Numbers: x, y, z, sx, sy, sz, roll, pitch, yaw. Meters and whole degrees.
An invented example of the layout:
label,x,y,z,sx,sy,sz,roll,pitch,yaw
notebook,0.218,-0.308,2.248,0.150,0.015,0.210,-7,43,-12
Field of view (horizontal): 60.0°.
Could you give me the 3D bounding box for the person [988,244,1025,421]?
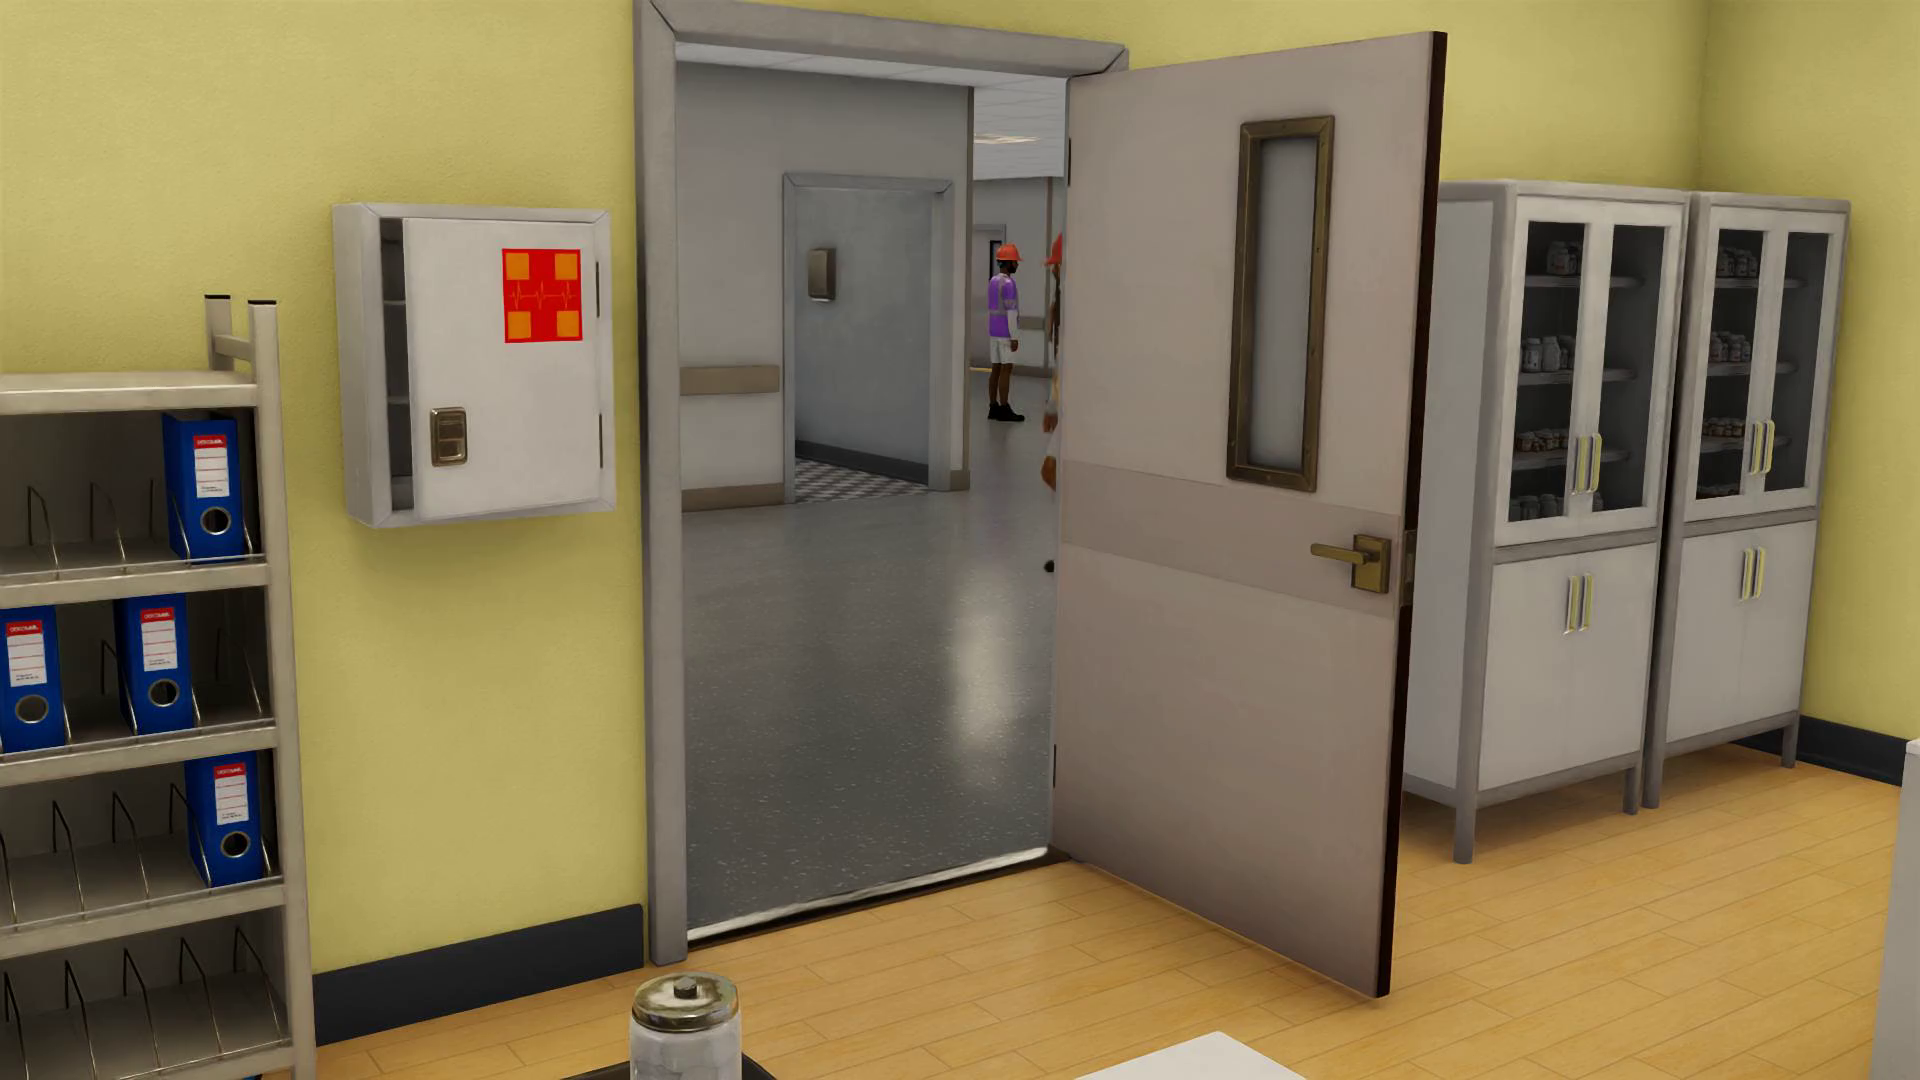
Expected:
label,x,y,z,sx,sy,sz,roll,pitch,yaw
person,0.504,-2.270,18.278,0.359,1.938,0.545,-3,10,-24
